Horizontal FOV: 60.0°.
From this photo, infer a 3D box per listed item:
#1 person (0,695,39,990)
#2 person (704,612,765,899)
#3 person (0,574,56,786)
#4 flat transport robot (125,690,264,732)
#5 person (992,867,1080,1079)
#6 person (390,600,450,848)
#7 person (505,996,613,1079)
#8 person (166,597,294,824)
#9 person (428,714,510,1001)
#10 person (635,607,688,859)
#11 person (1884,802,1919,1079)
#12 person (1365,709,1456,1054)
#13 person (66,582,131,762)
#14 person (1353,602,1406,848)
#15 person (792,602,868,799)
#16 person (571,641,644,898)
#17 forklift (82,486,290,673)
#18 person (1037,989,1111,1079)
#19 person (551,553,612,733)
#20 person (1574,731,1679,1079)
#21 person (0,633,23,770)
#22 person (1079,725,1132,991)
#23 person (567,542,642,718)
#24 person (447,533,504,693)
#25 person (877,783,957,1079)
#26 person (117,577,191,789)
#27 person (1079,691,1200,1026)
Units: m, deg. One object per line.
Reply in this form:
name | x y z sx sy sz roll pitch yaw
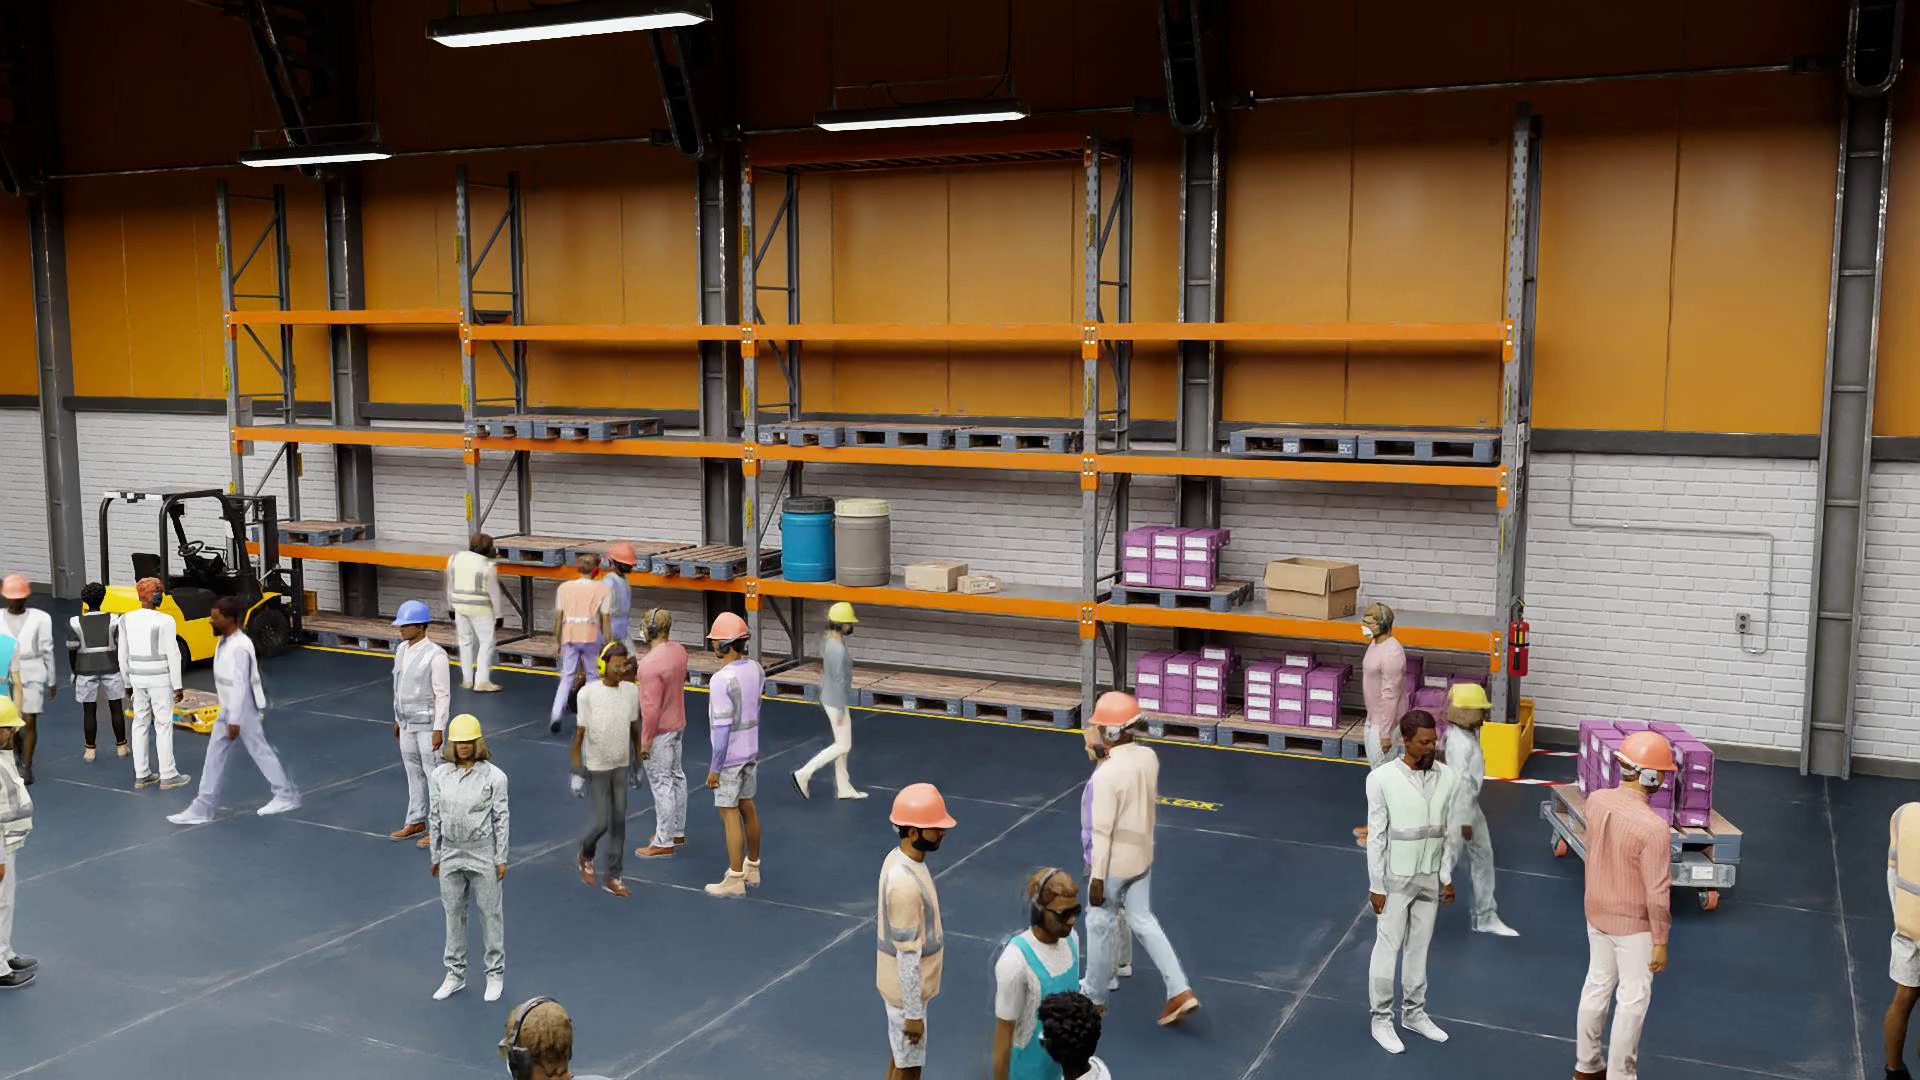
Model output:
person | -5.907 1.848 10.205 0.403 1.819 0.602 -4 8 -28
person | -1.638 1.531 11.898 0.374 2.042 0.615 3 7 21
person | -8.445 1.230 14.937 0.586 1.905 0.603 -3 8 -24
flat transport robot | -7.963 1.759 17.276 1.431 0.197 0.652 4 8 32
person | 0.296 2.239 6.973 0.528 1.826 0.504 4 8 31
person | -4.248 1.435 13.077 0.602 1.949 0.389 5 9 36
person | -1.288 2.393 5.270 0.381 1.928 0.635 3 8 26
person | -6.009 1.399 13.719 0.993 1.863 0.609 -6 9 -40
person | -2.961 1.906 10.019 0.493 1.746 0.283 1 7 5
person | -2.303 1.474 12.794 0.372 1.940 0.630 1 7 12
person | 5.000 1.993 8.529 0.375 1.934 0.547 -1 7 -6
person | 2.539 1.895 9.395 0.593 1.921 0.392 -4 8 -28
person | -8.127 1.241 15.704 0.531 1.698 0.320 -4 8 -27
person | 3.313 1.445 13.073 0.376 1.933 0.625 1 7 5
person | -1.116 1.396 14.250 0.601 1.747 0.526 -2 7 -13
person | -2.535 1.625 11.874 0.568 1.856 0.462 -6 9 -41
forklift | -9.426 0.454 20.179 1.214 2.155 2.313 3 8 26
person | 0.418 2.426 5.916 0.318 1.695 0.536 1 7 12
person | -3.824 1.058 16.766 0.593 1.815 0.657 1 7 8
person | 3.467 1.961 8.615 0.410 1.980 0.624 -2 7 -15
person | -8.055 1.413 13.746 0.563 1.834 0.404 -2 7 -16
person | 0.898 1.939 10.225 0.317 1.629 0.508 3 8 23
person | -3.718 0.938 17.451 0.974 1.882 0.547 2 7 12
person | -5.467 0.819 18.759 0.724 1.809 0.504 2 7 17
person | -0.203 2.082 7.778 0.373 1.934 0.551 0 7 -3
person | -7.152 1.266 14.735 0.585 1.882 0.337 2 7 13
person | 0.973 1.850 9.628 0.735 1.991 0.637 6 9 40
